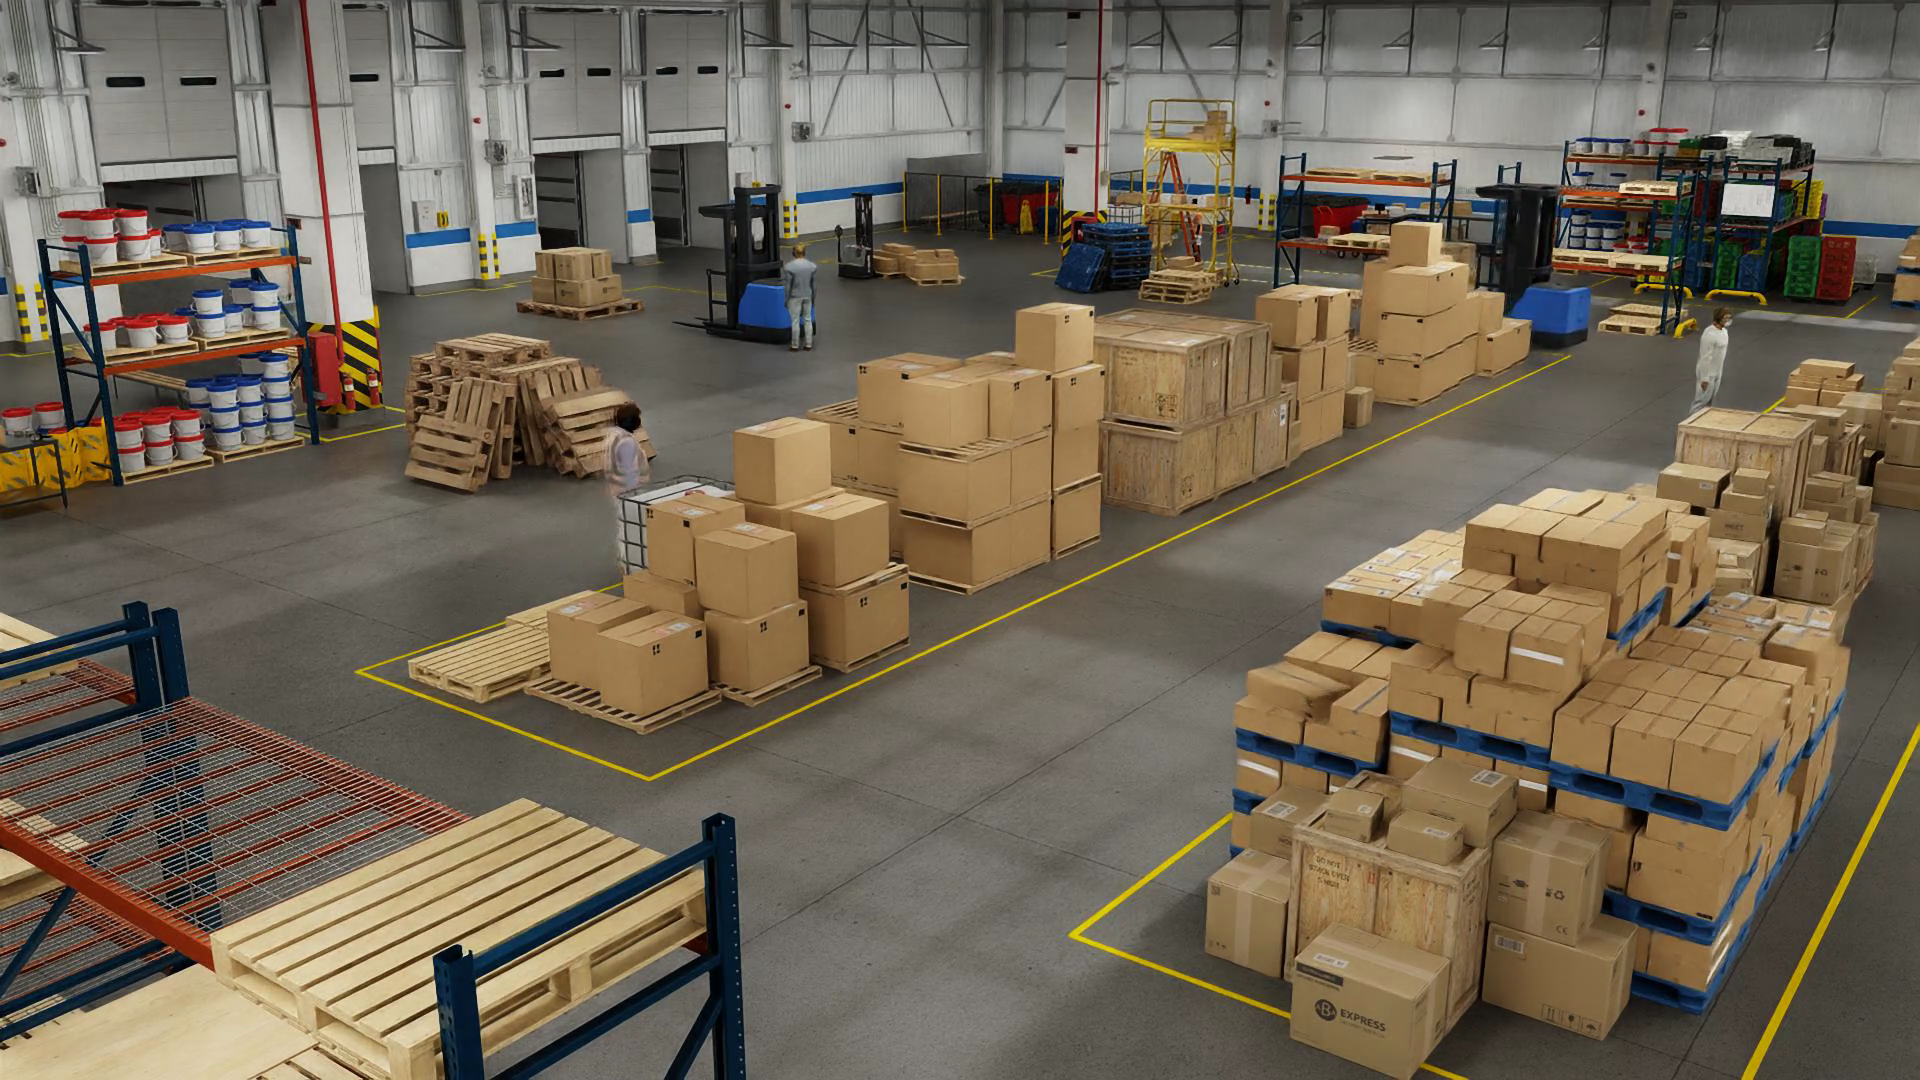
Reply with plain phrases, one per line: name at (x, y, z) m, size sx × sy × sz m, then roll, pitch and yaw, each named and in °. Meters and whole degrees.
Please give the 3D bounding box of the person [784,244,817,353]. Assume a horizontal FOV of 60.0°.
person at (-2.843, -4.308, 29.671) m, size 0.636 × 1.928 × 0.385 m, roll -9°, pitch 19°, yaw -29°

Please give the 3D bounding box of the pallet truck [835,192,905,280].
pallet truck at (-1.936, -7.159, 38.982) m, size 1.885 × 1.965 × 0.823 m, roll -12°, pitch 21°, yaw -34°

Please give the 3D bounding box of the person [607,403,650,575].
person at (-3.425, -0.521, 17.287) m, size 0.442 × 1.827 × 0.636 m, roll -4°, pitch 17°, yaw -14°

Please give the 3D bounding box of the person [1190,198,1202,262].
person at (5.729, -7.459, 40.488) m, size 0.318 × 1.697 × 0.535 m, roll -2°, pitch 17°, yaw -7°

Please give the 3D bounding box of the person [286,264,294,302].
person at (-12.186, -4.668, 30.959) m, size 0.608 × 1.870 × 1.002 m, roll 5°, pitch 17°, yaw 15°

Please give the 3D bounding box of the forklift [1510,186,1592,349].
forklift at (10.523, -5.030, 30.430) m, size 1.129 × 2.768 × 1.873 m, roll -16°, pitch 23°, yaw -42°

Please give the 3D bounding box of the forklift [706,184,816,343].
forklift at (-3.717, -5.181, 30.929) m, size 1.873 × 2.768 × 1.129 m, roll 12°, pitch 21°, yaw 35°

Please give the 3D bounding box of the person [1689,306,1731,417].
person at (10.336, -2.267, 22.913) m, size 0.373 × 1.930 × 0.624 m, roll 14°, pitch 22°, yaw 39°
